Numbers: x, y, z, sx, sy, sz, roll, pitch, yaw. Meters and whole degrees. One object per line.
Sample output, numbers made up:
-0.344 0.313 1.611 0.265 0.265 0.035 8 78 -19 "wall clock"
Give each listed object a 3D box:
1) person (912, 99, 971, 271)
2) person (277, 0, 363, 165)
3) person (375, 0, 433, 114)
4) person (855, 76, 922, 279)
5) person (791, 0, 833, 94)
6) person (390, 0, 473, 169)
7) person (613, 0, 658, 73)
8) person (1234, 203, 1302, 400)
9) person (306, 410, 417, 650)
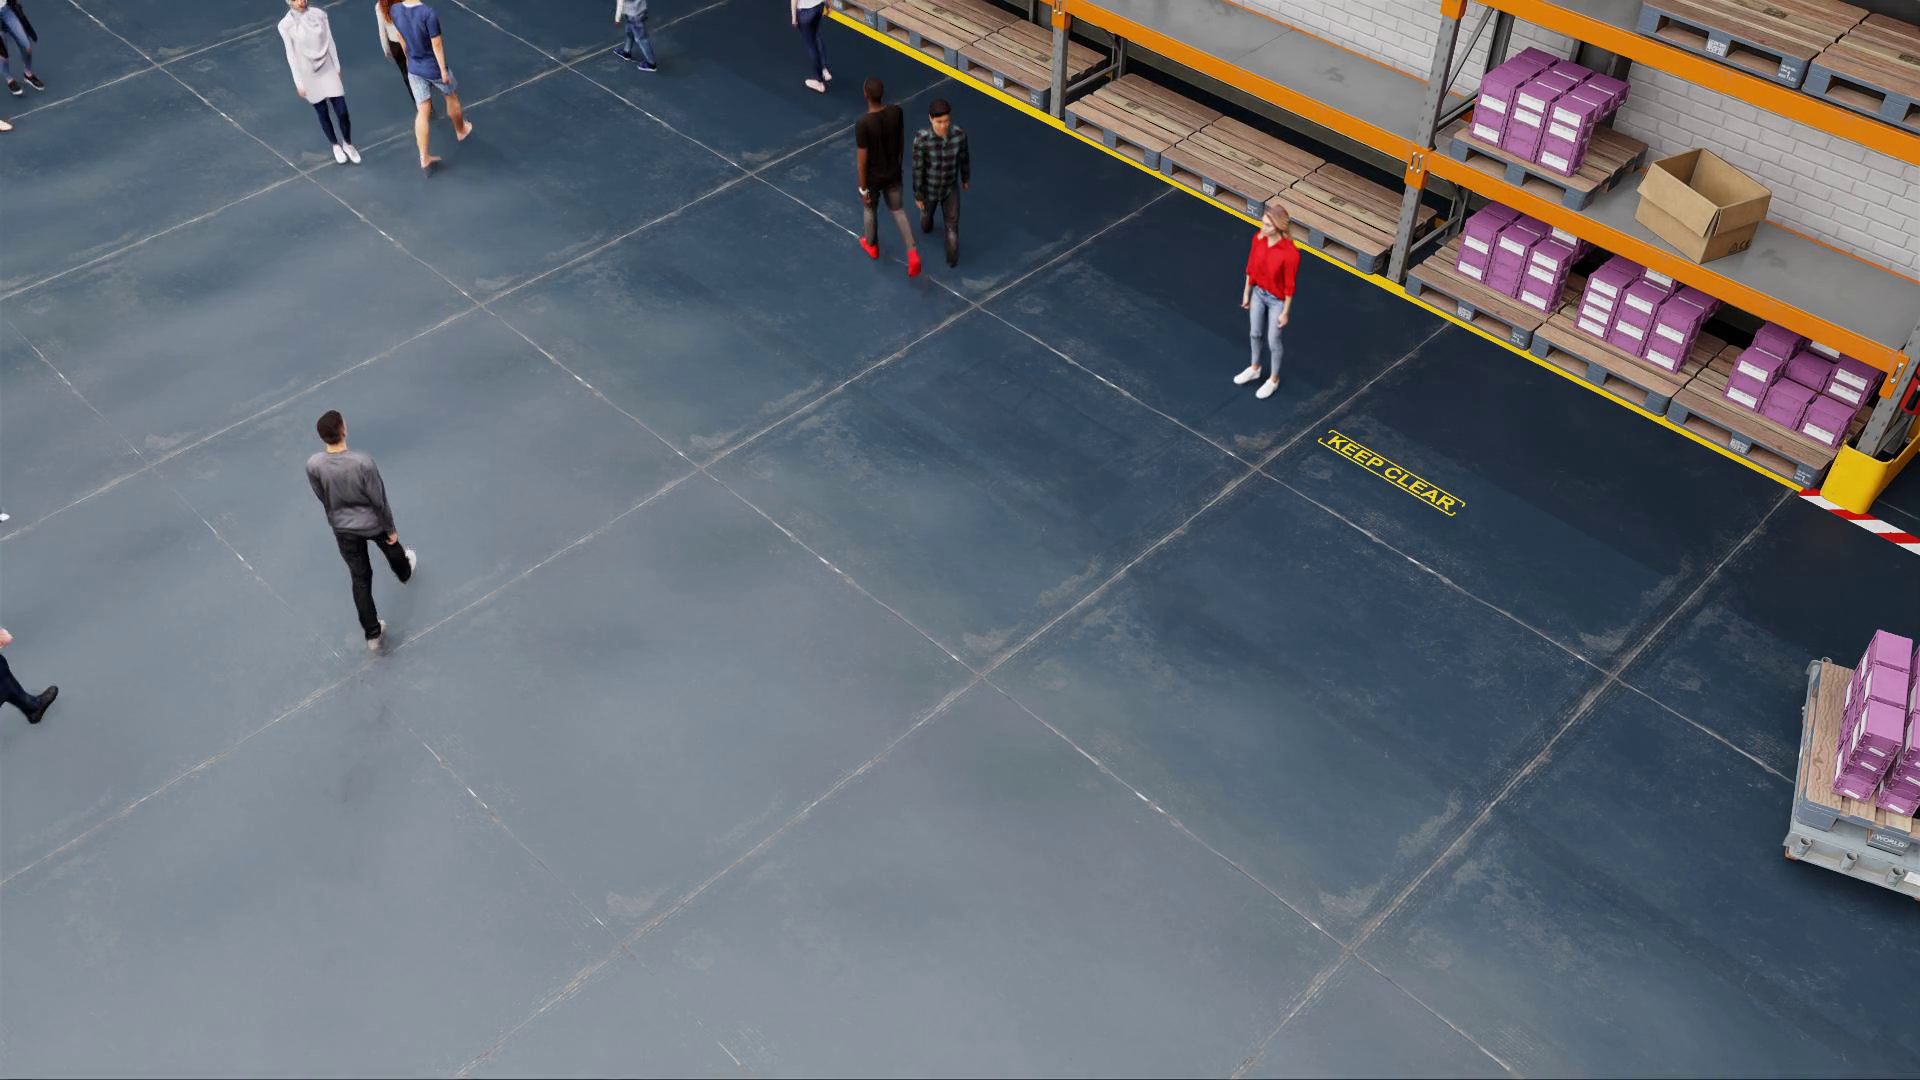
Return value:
-0.190 -3.127 14.449 1.109 1.676 1.222 -8 44 -8 "person"
-5.965 -4.320 15.373 0.686 1.764 0.690 -21 48 -21 "person"
-5.332 -4.745 16.025 0.628 1.480 0.633 -18 46 -18 "person"
-0.606 -3.029 14.005 0.845 1.781 1.186 -22 48 -22 "person"
-1.400 -5.183 16.305 0.592 1.729 0.609 31 52 28 "person"
-4.952 -4.303 15.325 1.163 1.806 1.110 8 44 8 "person"
-3.246 -5.332 16.817 0.853 1.238 0.686 14 45 14 "person"
2.402 -1.857 12.836 0.691 1.697 0.492 -32 52 -29 "person"
-3.952 -0.040 10.913 1.061 1.718 1.191 -4 44 -4 "person"
